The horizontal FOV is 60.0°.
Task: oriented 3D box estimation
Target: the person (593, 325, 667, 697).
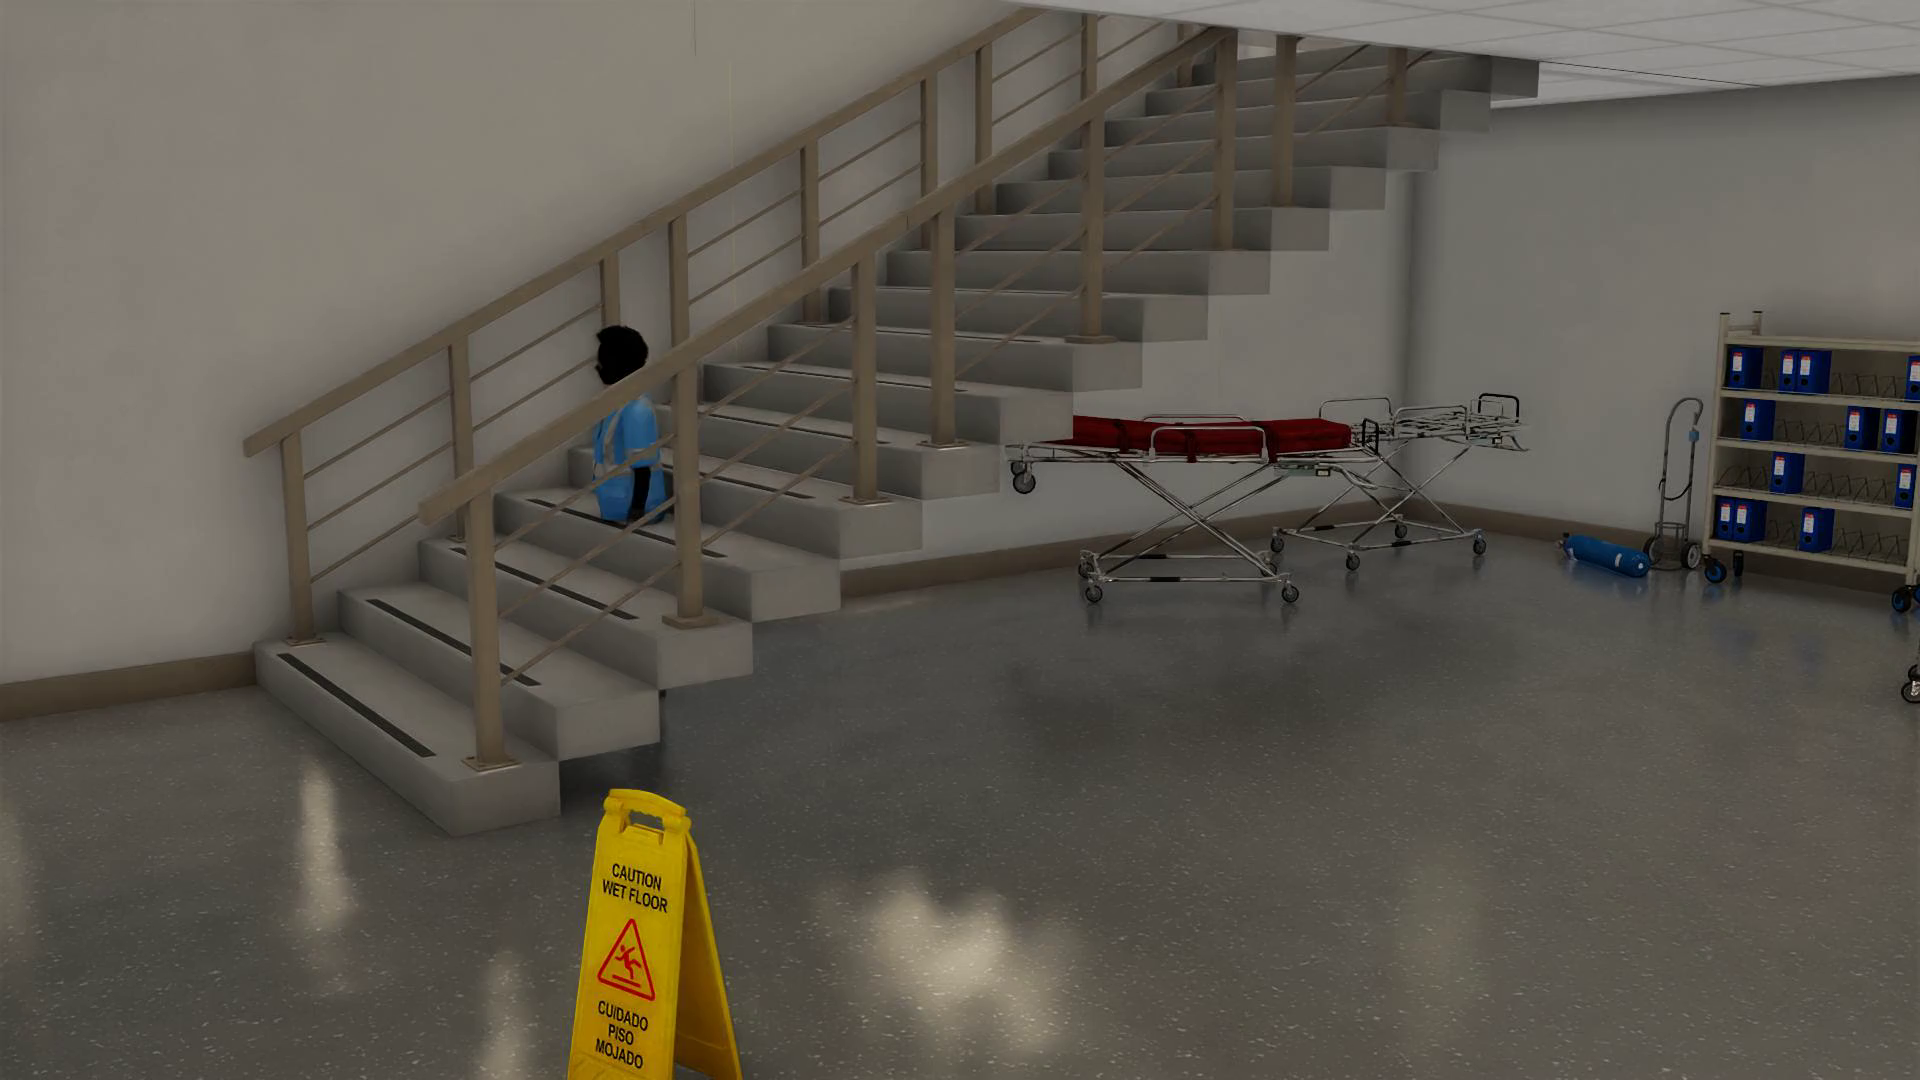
[{"bbox_3d":[-1.498,-0.123,7.541,0.317,1.695,0.538,-4,11,-23],"label":"person"}]
